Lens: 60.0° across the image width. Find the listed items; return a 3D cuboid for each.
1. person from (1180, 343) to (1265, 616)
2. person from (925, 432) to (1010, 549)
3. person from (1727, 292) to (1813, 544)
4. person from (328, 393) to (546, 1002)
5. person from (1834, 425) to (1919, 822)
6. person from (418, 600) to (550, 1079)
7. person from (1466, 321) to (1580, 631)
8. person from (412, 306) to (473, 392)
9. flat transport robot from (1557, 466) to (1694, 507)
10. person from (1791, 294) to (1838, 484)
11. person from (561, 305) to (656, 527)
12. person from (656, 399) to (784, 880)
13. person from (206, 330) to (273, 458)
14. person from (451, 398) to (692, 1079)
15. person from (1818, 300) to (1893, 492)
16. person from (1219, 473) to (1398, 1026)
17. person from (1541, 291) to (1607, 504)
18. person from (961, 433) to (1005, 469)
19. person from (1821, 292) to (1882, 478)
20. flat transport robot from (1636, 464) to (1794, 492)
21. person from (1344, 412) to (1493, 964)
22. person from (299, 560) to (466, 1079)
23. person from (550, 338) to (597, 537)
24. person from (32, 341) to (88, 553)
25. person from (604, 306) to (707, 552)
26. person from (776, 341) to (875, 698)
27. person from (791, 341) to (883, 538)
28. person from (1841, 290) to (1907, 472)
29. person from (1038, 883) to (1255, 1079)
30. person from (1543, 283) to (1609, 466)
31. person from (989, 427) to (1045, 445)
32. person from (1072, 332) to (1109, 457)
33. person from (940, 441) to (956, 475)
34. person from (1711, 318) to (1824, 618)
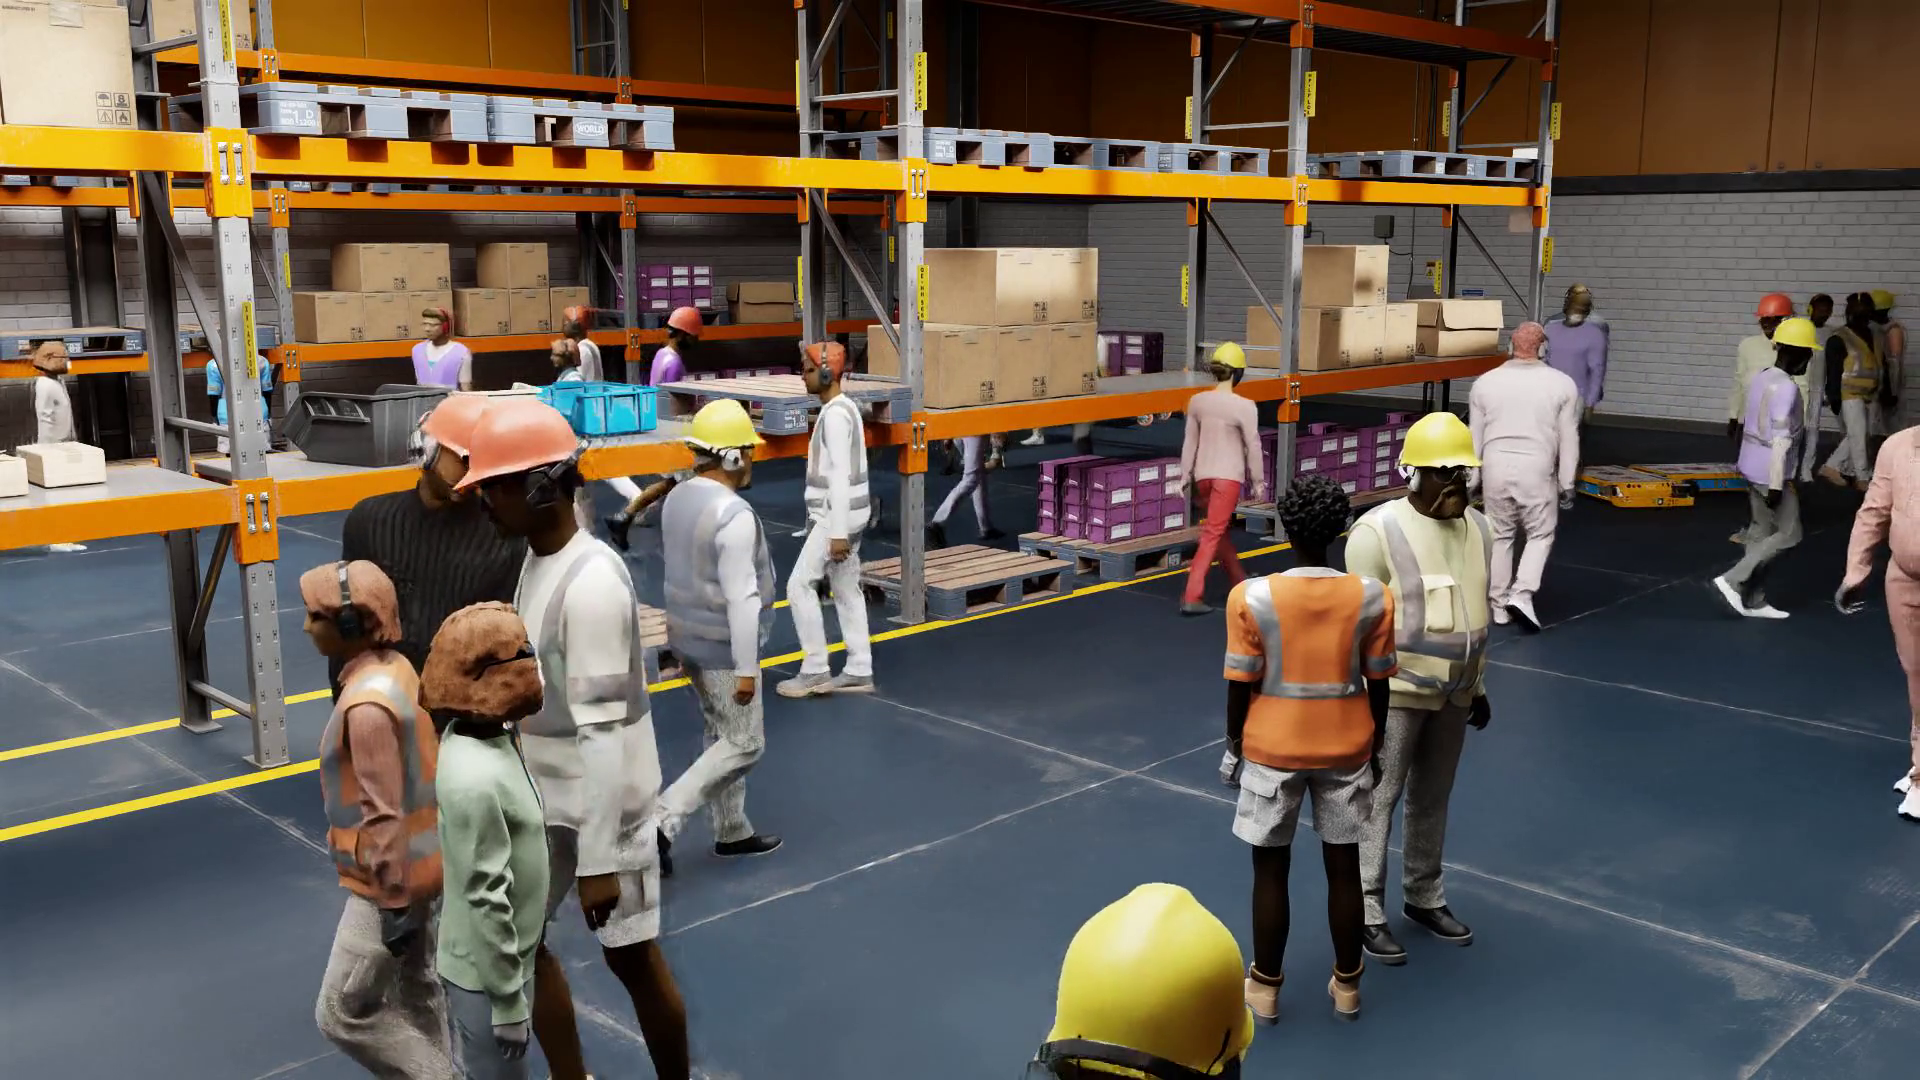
[{"bbox_3d":[1.719,-0.399,10.669,0.918,1.715,0.547,-9,14,-41],"label":"person"},{"bbox_3d":[0.038,-0.812,12.911,0.846,1.729,0.527,-9,14,-40],"label":"person"},{"bbox_3d":[6.385,-0.967,13.091,0.767,1.970,0.627,-6,12,-31],"label":"person"},{"bbox_3d":[-1.576,0.520,5.071,0.689,1.952,0.414,1,10,4],"label":"person"},{"bbox_3d":[4.030,0.206,6.953,0.844,1.873,0.664,-7,12,-33],"label":"person"},{"bbox_3d":[-1.002,0.936,3.643,0.285,1.636,0.500,-3,11,-15],"label":"person"},{"bbox_3d":[3.402,-0.379,10.123,0.675,1.889,0.483,6,12,28],"label":"person"},{"bbox_3d":[-4.198,-0.973,13.499,0.592,1.833,0.449,4,11,22],"label":"person"},{"bbox_3d":[6.011,-0.505,15.229,0.652,0.197,1.431,-2,11,-9],"label":"flat transport robot"},{"bbox_3d":[8.225,-1.462,16.186,0.558,1.824,0.881,5,11,25],"label":"person"},{"bbox_3d":[-2.987,-1.002,13.645,0.905,1.855,0.578,-2,11,-11],"label":"person"},{"bbox_3d":[-0.954,0.387,6.172,0.628,1.816,0.600,-7,13,-34],"label":"person"},{"bbox_3d":[-6.111,-1.019,14.158,0.534,1.694,0.320,-8,13,-36],"label":"person"},{"bbox_3d":[-0.969,0.660,4.121,0.705,2.005,0.769,-6,12,-28],"label":"person"},{"bbox_3d":[8.508,-1.371,15.791,0.687,1.807,0.651,-5,12,-25],"label":"person"},{"bbox_3d":[1.052,0.644,5.071,0.540,1.695,0.317,-1,10,-4],"label":"person"},{"bbox_3d":[5.315,-1.242,14.775,0.636,1.909,0.662,-9,14,-41],"label":"person"},{"bbox_3d":[0.270,-1.658,17.246,0.429,1.838,0.621,-8,13,-39],"label":"person"},{"bbox_3d":[8.912,-1.551,16.654,0.698,1.841,0.511,10,14,44],"label":"person"},{"bbox_3d":[6.990,-0.581,15.641,1.431,0.197,0.652,-2,11,-9],"label":"flat transport robot"},{"bbox_3d":[1.550,0.485,5.564,0.587,1.835,0.404,-5,12,-27],"label":"person"},{"bbox_3d":[-1.442,0.845,4.162,0.363,1.621,0.538,-2,11,-12],"label":"person"},{"bbox_3d":[-3.012,-0.737,12.815,0.451,1.624,0.524,-3,11,-17],"label":"person"},{"bbox_3d":[-6.792,-0.691,12.570,0.366,1.620,0.507,-4,11,-22],"label":"person"},{"bbox_3d":[-2.211,-0.765,12.216,0.735,1.895,0.611,-3,11,-18],"label":"person"},{"bbox_3d":[-0.746,-0.097,8.656,0.655,1.860,0.599,0,10,1],"label":"person"},{"bbox_3d":[-0.991,-0.819,13.253,0.679,1.612,0.556,-3,11,-18],"label":"person"},{"bbox_3d":[9.356,-1.580,16.749,0.925,1.874,0.591,0,10,-1],"label":"person"},{"bbox_3d":[0.206,1.225,1.839,0.536,1.722,0.891,5,11,25],"label":"person"},{"bbox_3d":[5.994,-1.534,16.289,0.627,1.940,0.372,3,11,15],"label":"person"},{"bbox_3d":[0.590,-1.981,19.005,0.921,1.828,0.565,-4,11,-19],"label":"person"},{"bbox_3d":[1.025,-1.243,15.025,0.770,1.816,0.530,-9,13,-39],"label":"person"},{"bbox_3d":[0.028,-1.602,16.661,0.551,1.935,0.371,2,11,8],"label":"person"},{"bbox_3d":[5.040,-0.428,10.361,0.491,1.907,0.585,1,10,8],"label":"person"}]
